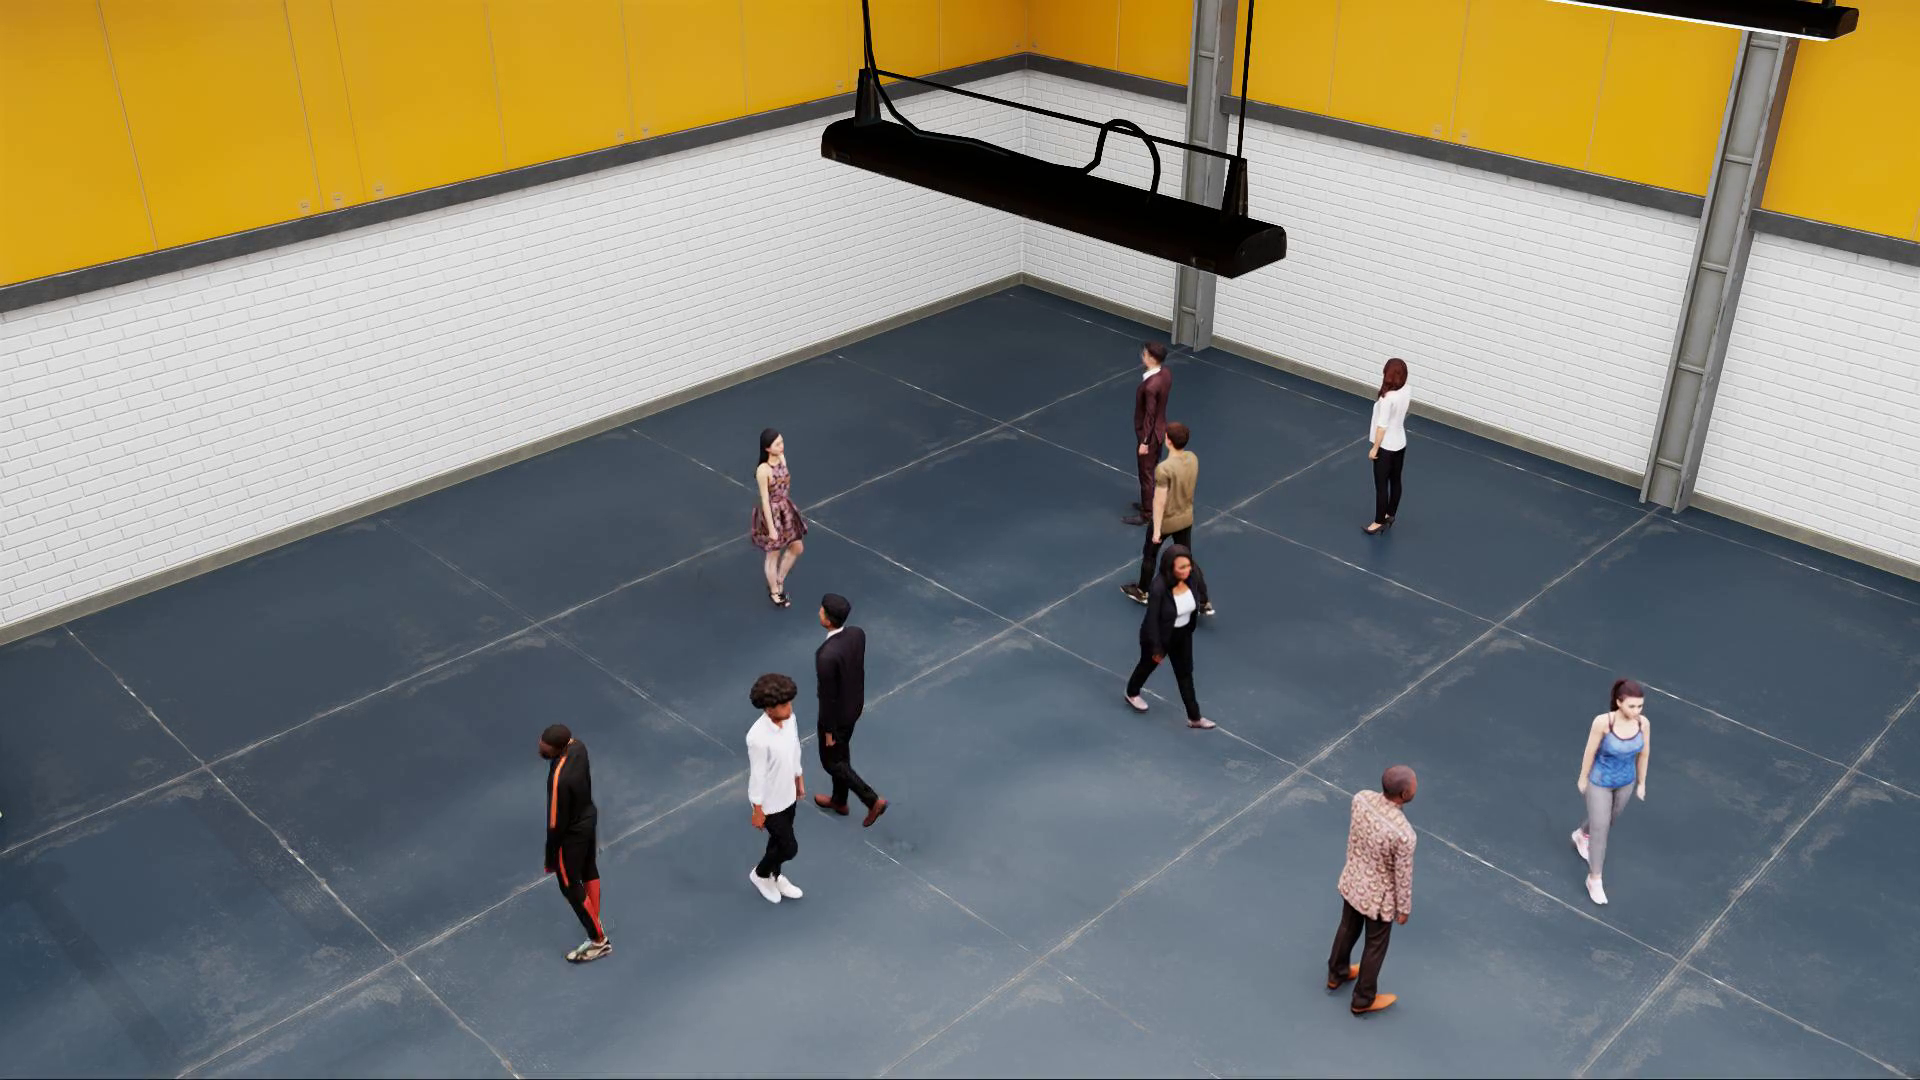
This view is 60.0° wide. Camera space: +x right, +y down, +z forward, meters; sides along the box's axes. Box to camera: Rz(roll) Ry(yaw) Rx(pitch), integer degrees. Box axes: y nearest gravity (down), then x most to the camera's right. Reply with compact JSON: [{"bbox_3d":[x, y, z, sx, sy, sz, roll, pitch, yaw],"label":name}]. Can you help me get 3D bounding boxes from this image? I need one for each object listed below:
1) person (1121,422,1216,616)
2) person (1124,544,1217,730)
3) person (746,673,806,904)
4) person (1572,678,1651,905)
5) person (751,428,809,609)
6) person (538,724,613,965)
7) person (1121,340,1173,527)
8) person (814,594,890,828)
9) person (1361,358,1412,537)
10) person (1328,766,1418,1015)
[{"bbox_3d":[1.907,-0.132,14.383,0.728,1.812,1.205,-21,35,-33],"label":"person"},{"bbox_3d":[1.553,0.729,13.057,0.691,1.570,1.079,-23,36,-36],"label":"person"},{"bbox_3d":[-1.308,1.663,11.114,0.764,1.792,0.751,13,31,22],"label":"person"},{"bbox_3d":[4.440,1.621,11.399,0.902,1.591,1.006,-3,29,-5],"label":"person"},{"bbox_3d":[-1.683,-0.178,14.520,0.809,1.762,0.756,12,31,21],"label":"person"},{"bbox_3d":[-2.477,1.864,10.750,0.825,1.787,0.823,15,32,25],"label":"person"},{"bbox_3d":[1.846,-1.034,15.982,0.738,1.865,0.762,12,31,21],"label":"person"},{"bbox_3d":[-0.780,1.236,11.818,1.023,1.866,0.859,15,32,25],"label":"person"},{"bbox_3d":[4.083,-0.881,15.778,0.594,1.792,0.502,-25,38,-38],"label":"person"},{"bbox_3d":[2.532,2.138,10.233,0.823,1.801,0.644,-15,32,-25],"label":"person"}]
